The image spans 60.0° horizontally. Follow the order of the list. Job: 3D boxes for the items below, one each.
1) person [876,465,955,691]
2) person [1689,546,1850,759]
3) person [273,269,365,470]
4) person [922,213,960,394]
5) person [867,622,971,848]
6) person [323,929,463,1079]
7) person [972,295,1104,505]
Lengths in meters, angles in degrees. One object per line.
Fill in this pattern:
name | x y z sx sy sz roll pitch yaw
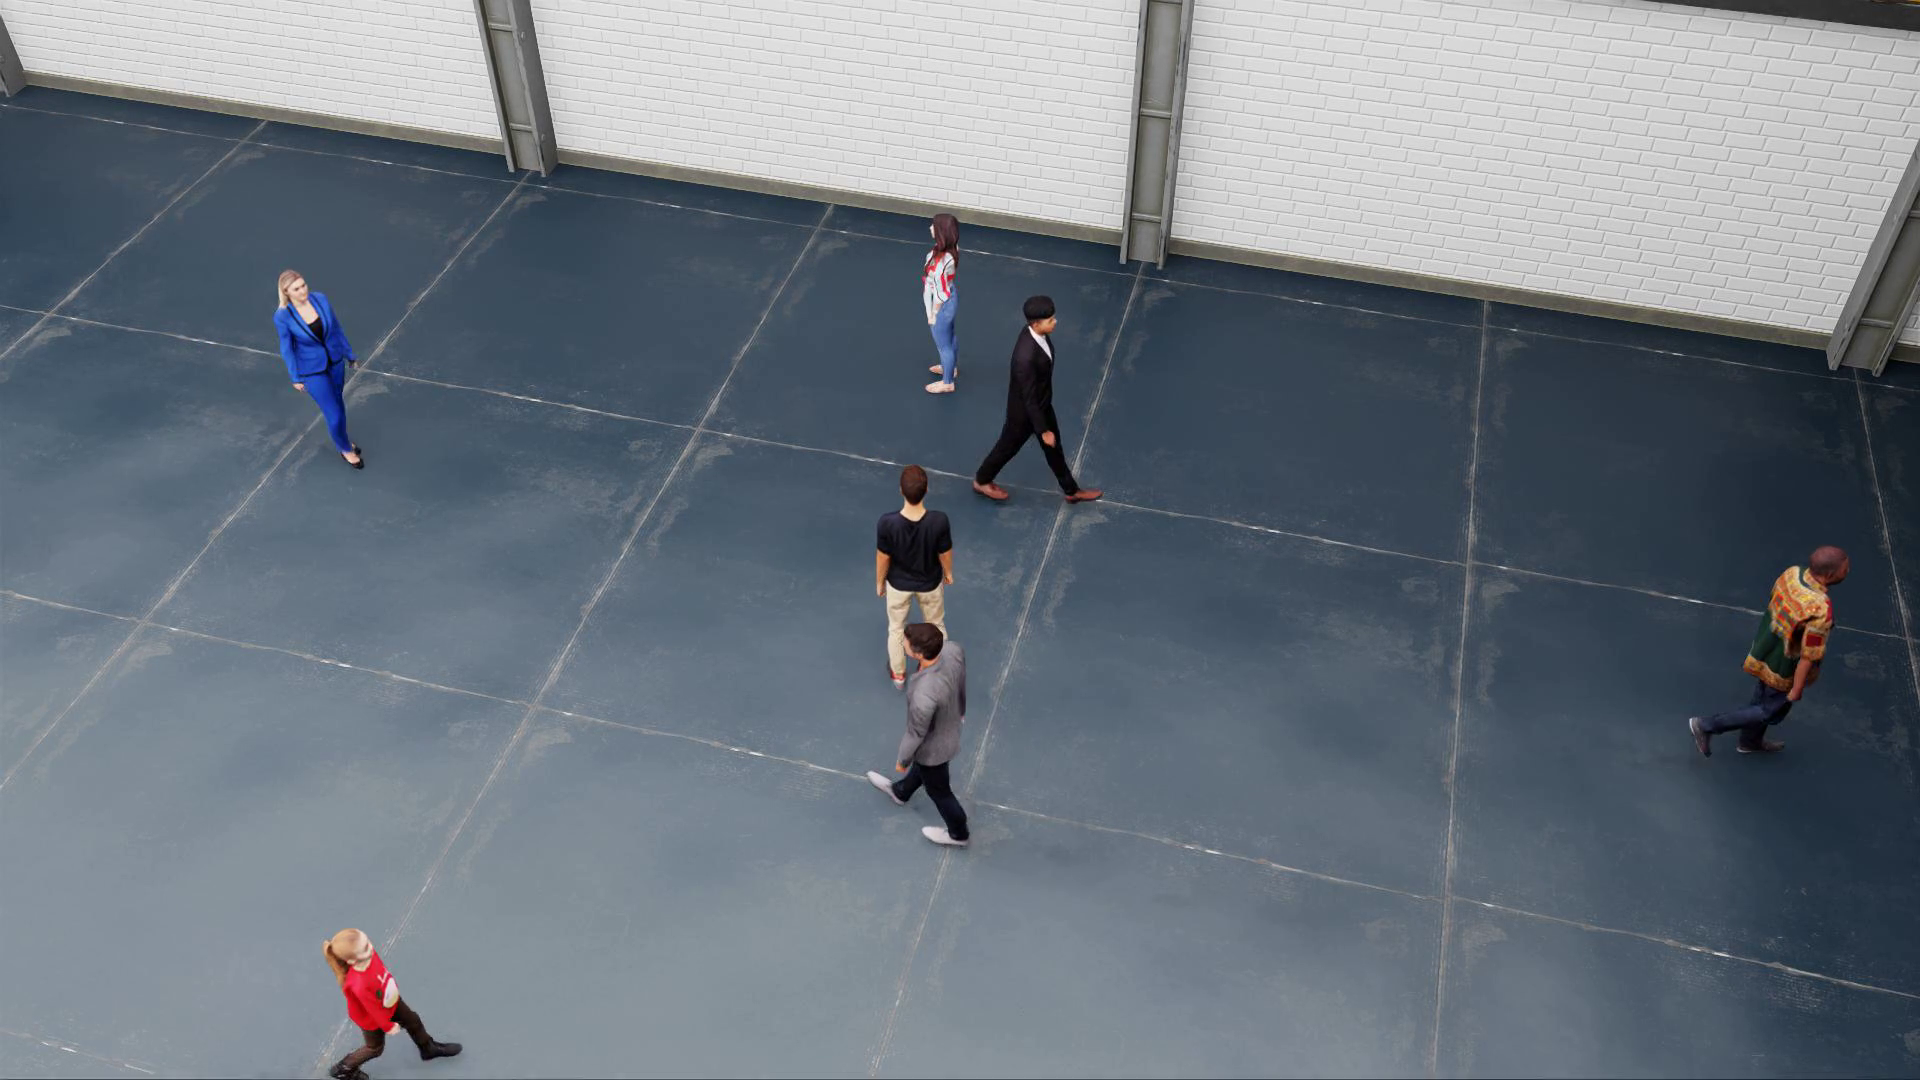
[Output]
person | -0.286 0.272 10.696 0.605 1.853 0.779 -4 44 -4
person | 4.999 0.734 10.254 0.995 1.795 0.802 2 44 2
person | -4.861 -1.328 12.493 0.780 1.691 0.749 25 49 24
person | -0.128 -1.881 13.129 0.546 1.614 0.610 6 44 6
person | -0.088 1.180 9.752 1.014 1.841 0.772 15 46 16
person | -3.137 2.494 8.794 0.956 1.261 0.700 -4 44 -4
person | 0.391 -0.955 12.011 1.235 1.817 0.771 14 45 15
